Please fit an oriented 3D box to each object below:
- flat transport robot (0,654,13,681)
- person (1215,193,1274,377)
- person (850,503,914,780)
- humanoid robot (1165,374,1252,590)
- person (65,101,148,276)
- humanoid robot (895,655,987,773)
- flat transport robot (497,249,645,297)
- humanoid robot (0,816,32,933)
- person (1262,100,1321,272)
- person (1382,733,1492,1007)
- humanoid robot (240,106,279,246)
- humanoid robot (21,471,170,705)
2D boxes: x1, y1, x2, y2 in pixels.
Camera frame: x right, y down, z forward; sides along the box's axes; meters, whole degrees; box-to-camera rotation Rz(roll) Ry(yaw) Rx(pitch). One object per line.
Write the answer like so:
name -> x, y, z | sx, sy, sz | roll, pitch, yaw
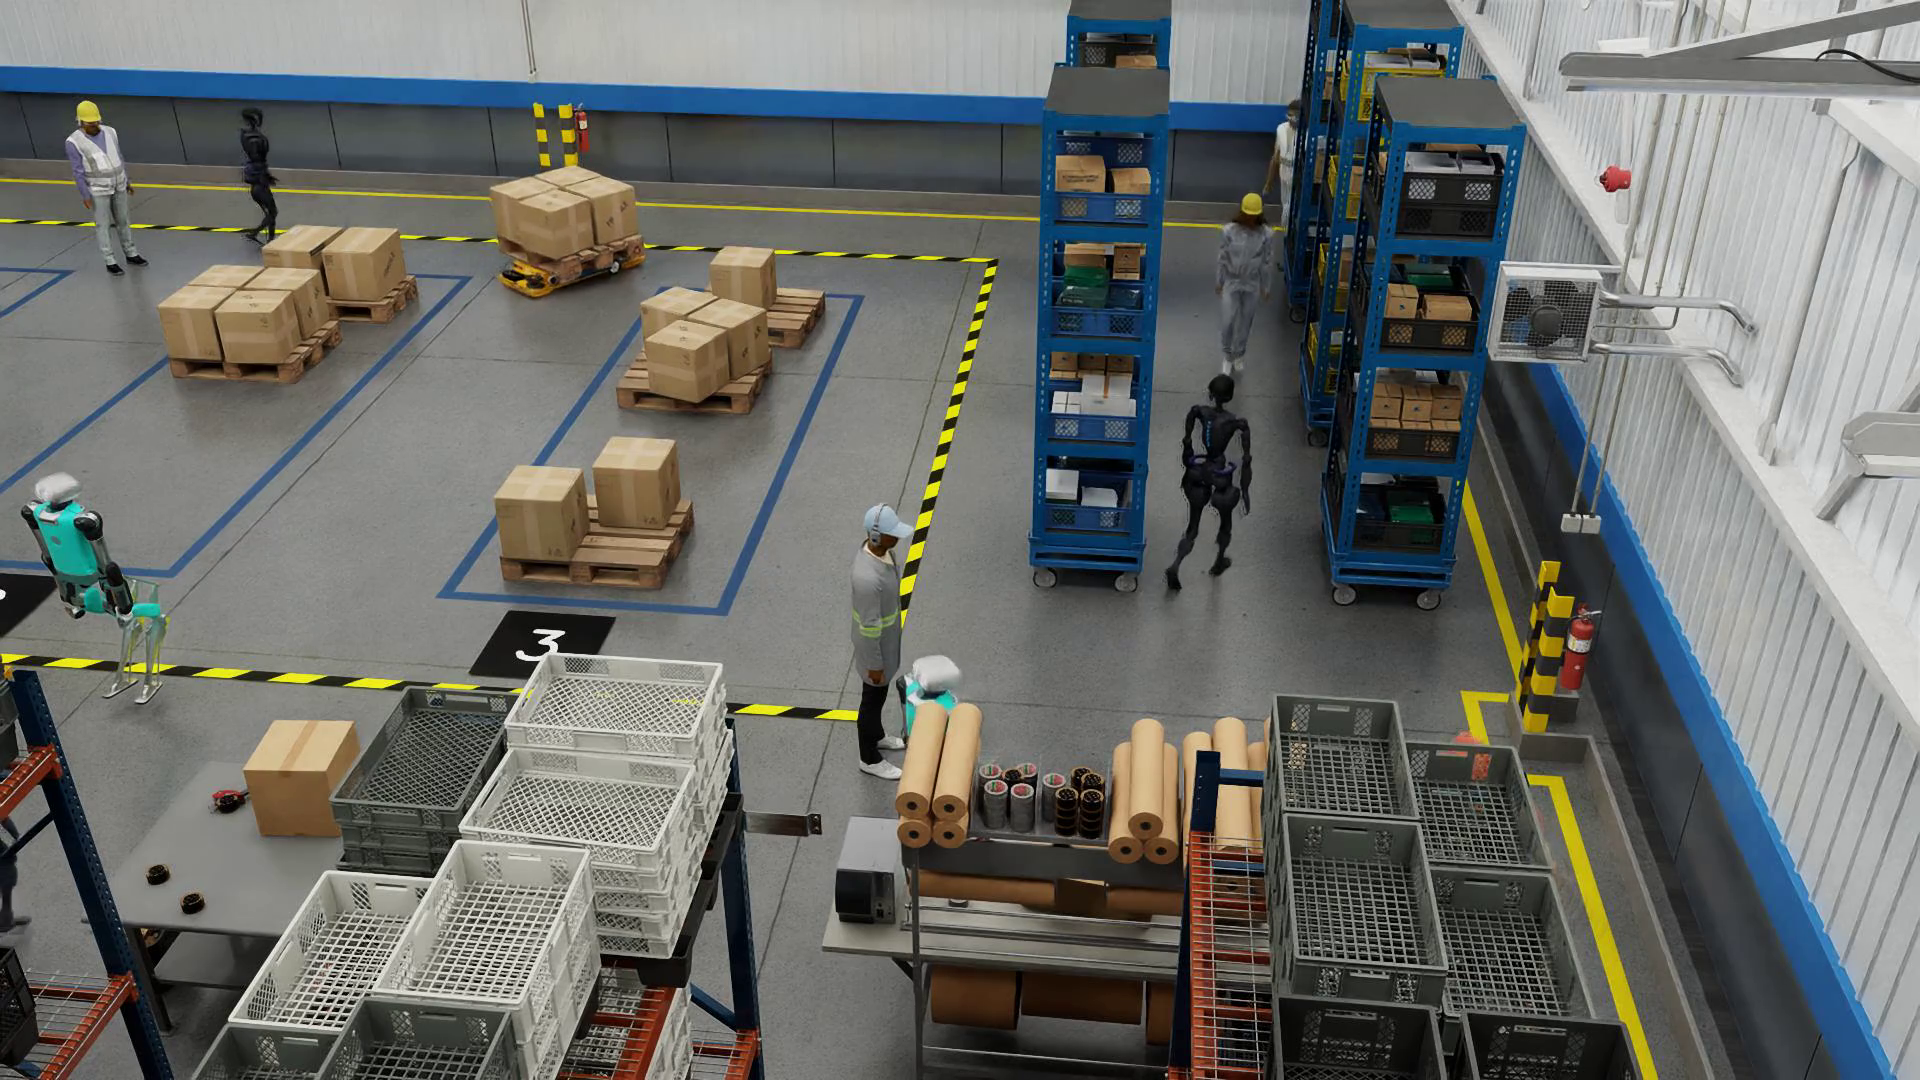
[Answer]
flat transport robot -> -7.142, 0.969, 11.010 | 1.431, 0.231, 0.659 | 3, 30, 6
person -> 2.601, -2.318, 15.196 | 0.506, 1.722, 0.574 | 1, 30, 2
person -> -0.459, 0.597, 10.074 | 0.395, 1.849, 0.596 | 3, 30, 5
humanoid robot -> 1.797, -0.405, 12.002 | 0.589, 1.638, 0.690 | 20, 36, 31
person -> -8.980, -3.716, 17.503 | 0.404, 1.827, 0.599 | 15, 33, 24
humanoid robot -> 0.087, 1.310, 9.007 | 1.017, 1.777, 0.536 | -19, 35, -29
flat transport robot -> -4.135, -2.945, 17.705 | 0.652, 0.197, 1.431 | 25, 38, 36
humanoid robot -> -5.323, 1.466, 8.756 | 0.610, 1.652, 0.341 | -4, 31, -8
person -> 3.478, -3.736, 17.543 | 0.592, 1.820, 0.576 | -18, 35, -27
person -> 2.342, 1.742, 8.074 | 0.559, 1.877, 1.044 | -6, 31, -10
humanoid robot -> -7.601, -3.881, 17.951 | 0.479, 1.630, 0.617 | -7, 31, -12
humanoid robot -> -5.413, 0.253, 10.650 | 0.533, 1.673, 0.735 | 9, 31, 15
